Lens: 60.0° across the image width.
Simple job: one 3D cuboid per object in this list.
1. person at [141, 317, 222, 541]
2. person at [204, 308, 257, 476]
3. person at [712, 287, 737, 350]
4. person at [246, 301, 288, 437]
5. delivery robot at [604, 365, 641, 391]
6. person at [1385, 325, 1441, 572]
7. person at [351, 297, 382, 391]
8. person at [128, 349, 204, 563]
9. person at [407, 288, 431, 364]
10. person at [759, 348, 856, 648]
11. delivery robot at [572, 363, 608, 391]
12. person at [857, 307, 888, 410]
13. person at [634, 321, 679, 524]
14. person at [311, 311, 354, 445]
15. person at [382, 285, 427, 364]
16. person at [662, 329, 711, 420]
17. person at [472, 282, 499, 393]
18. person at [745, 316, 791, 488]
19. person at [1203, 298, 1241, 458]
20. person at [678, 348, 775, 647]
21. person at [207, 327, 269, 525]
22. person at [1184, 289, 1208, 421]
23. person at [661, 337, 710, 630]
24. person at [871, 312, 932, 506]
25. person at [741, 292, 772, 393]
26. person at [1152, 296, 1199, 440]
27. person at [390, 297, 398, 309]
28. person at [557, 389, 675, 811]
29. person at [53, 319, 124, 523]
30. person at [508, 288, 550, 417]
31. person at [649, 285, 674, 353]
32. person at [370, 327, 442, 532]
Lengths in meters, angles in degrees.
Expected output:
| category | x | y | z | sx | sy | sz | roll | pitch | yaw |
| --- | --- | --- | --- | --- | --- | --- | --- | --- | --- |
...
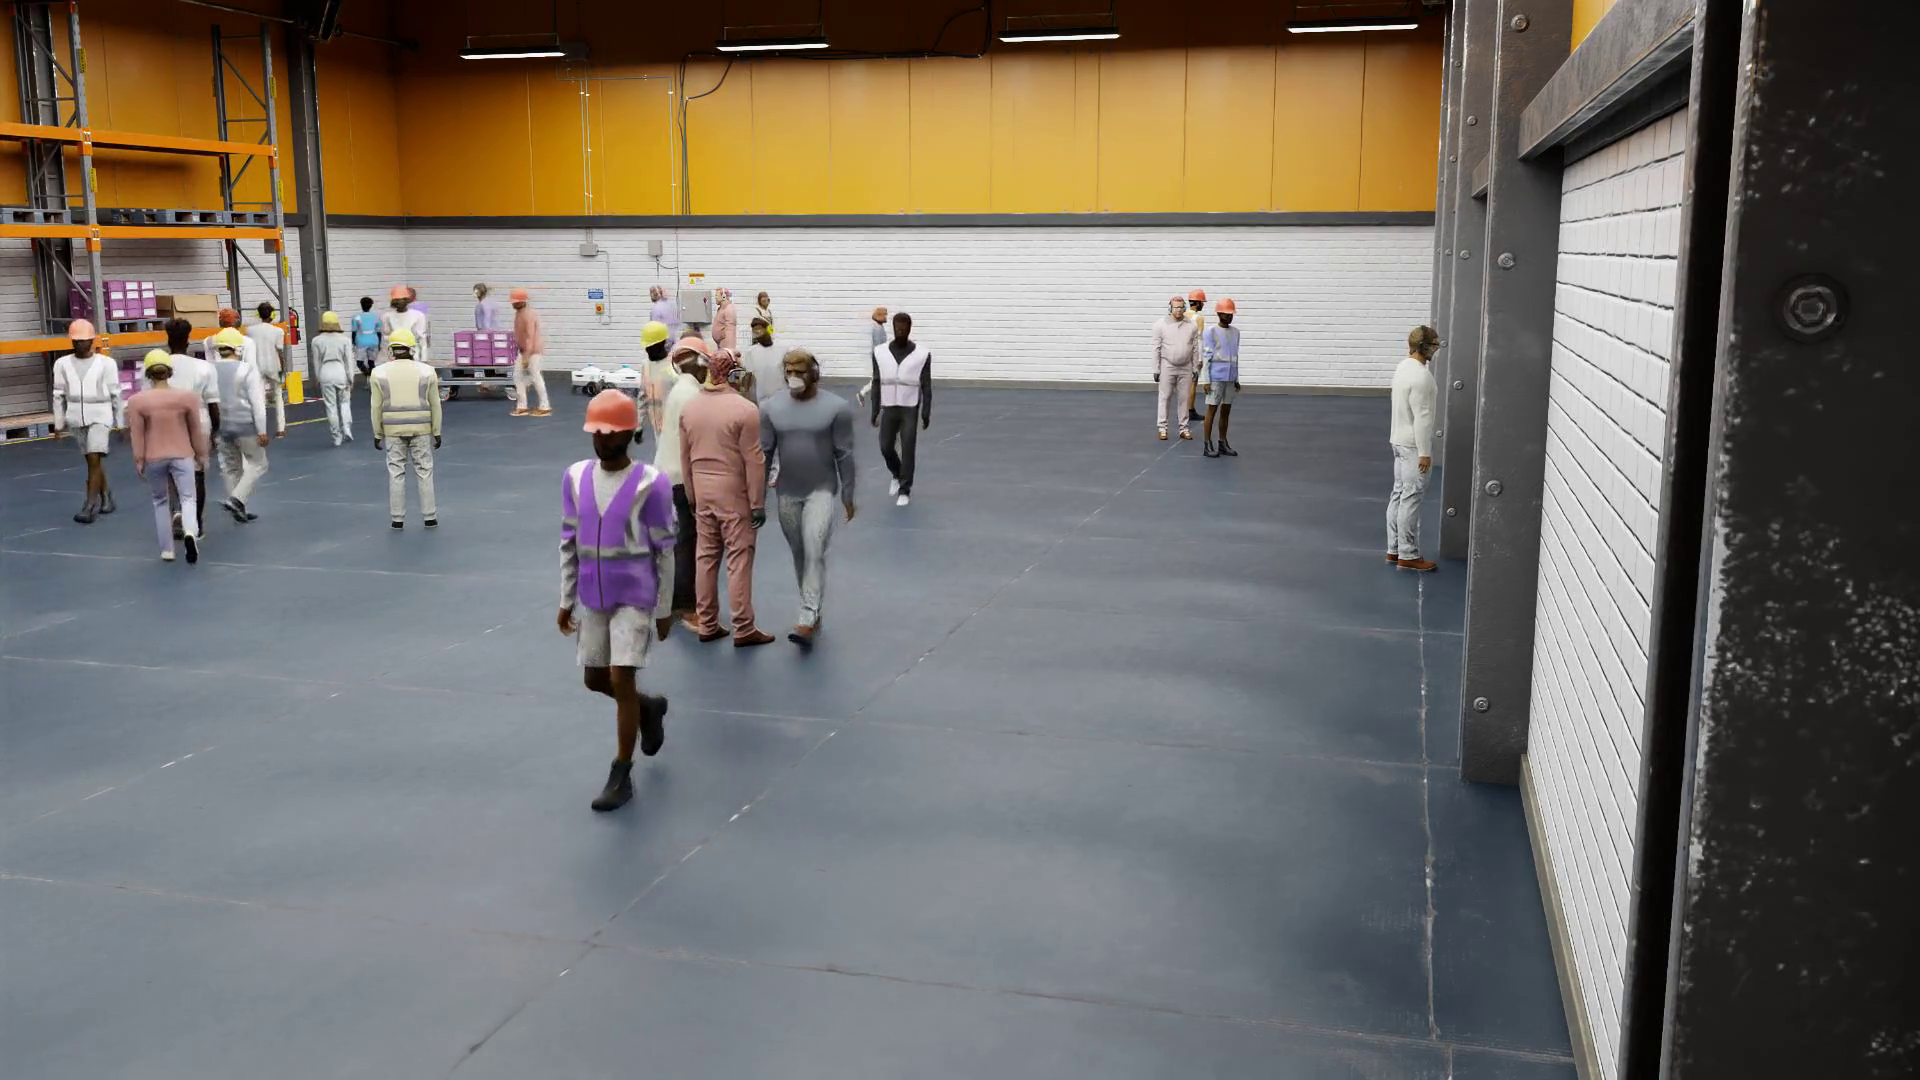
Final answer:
| category | x | y | z | sx | sy | sz | roll | pitch | yaw |
| --- | --- | --- | --- | --- | --- | --- | --- | --- | --- |
| person | -6.663 | -0.928 | 14.251 | 0.634 | 1.952 | 0.558 | -4 | 11 | -21 |
| person | -8.107 | -1.646 | 18.555 | 0.568 | 1.878 | 0.357 | 0 | 10 | 0 |
| person | -3.831 | -3.155 | 27.034 | 0.403 | 1.900 | 0.646 | -3 | 11 | -19 |
| person | -9.153 | -2.228 | 21.939 | 0.514 | 1.841 | 0.901 | -2 | 10 | -9 |
| delivery robot | -5.638 | -2.723 | 28.110 | 0.707 | 0.478 | 0.477 | 1 | 10 | 6 |
| person | 3.585 | -0.724 | 13.142 | 0.355 | 1.936 | 0.636 | 0 | 10 | -2 |
| person | -10.413 | -3.436 | 29.242 | 0.550 | 1.672 | 0.574 | -9 | 13 | -41 |
| person | -6.330 | -0.651 | 13.306 | 0.527 | 1.744 | 0.705 | -4 | 11 | -23 |
| person | -9.679 | -3.613 | 29.870 | 0.522 | 1.822 | 0.628 | 5 | 11 | 24 |
| person | -1.032 | -0.266 | 10.662 | 0.646 | 1.894 | 0.919 | 2 | 10 | 13 |
| delivery robot | -6.300 | -2.781 | 28.438 | 0.707 | 0.478 | 0.477 | 7 | 12 | 33 |
| person | -1.287 | -2.827 | 25.920 | 0.541 | 1.617 | 0.517 | 1 | 10 | 8 |
| person | -2.677 | -1.032 | 15.042 | 0.729 | 1.875 | 0.681 | 9 | 14 | 42 |
| person | -8.076 | -2.082 | 21.430 | 0.490 | 1.718 | 0.404 | -4 | 11 | -23 |
| person | -7.894 | -2.634 | 23.754 | 0.610 | 2.025 | 0.761 | -1 | 10 | -4 |
| person | -2.346 | -0.970 | 14.885 | 0.621 | 1.825 | 0.632 | -5 | 11 | -26 |
| person | -8.302 | -3.510 | 28.940 | 0.431 | 1.929 | 0.650 | -4 | 11 | -22 |
| person | -1.993 | -1.449 | 17.543 | 0.533 | 1.829 | 0.551 | 1 | 10 | 6 |
| person | 3.187 | -1.964 | 20.197 | 0.556 | 1.938 | 0.405 | -6 | 12 | -32 |
| person | -1.484 | -0.272 | 10.672 | 0.643 | 1.908 | 0.399 | 7 | 12 | 33 |
| person | -6.598 | -1.019 | 15.131 | 0.610 | 1.821 | 0.489 | 2 | 10 | 12 |
| person | 3.442 | -2.718 | 24.465 | 0.387 | 1.931 | 0.544 | -5 | 11 | -25 |
| person | -1.826 | -0.382 | 11.214 | 0.384 | 1.945 | 0.711 | -2 | 10 | -10 |
| person | -0.576 | -1.304 | 16.500 | 0.608 | 1.908 | 0.518 | 2 | 10 | 9 |
| person | -3.449 | -3.404 | 28.800 | 1.035 | 1.792 | 0.497 | 8 | 13 | 38 |
| person | 2.854 | -2.263 | 21.976 | 0.645 | 1.903 | 0.401 | -2 | 10 | -11 |
| person | -9.515 | -3.312 | 28.318 | 0.548 | 1.741 | 0.405 | -3 | 10 | -15 |
| person | -1.564 | 0.239 | 7.758 | 0.557 | 1.918 | 0.764 | 4 | 11 | 19 |
| person | -8.153 | -1.124 | 15.573 | 0.557 | 1.885 | 1.016 | -1 | 10 | -7 |
| person | -6.457 | -2.786 | 24.819 | 0.728 | 1.933 | 0.643 | -7 | 12 | -36 |
| person | -5.199 | -3.518 | 29.118 | 0.468 | 1.880 | 0.686 | 4 | 11 | 20 |
| person | -4.966 | -0.989 | 14.944 | 0.603 | 1.828 | 0.404 | -3 | 11 | -18 |
